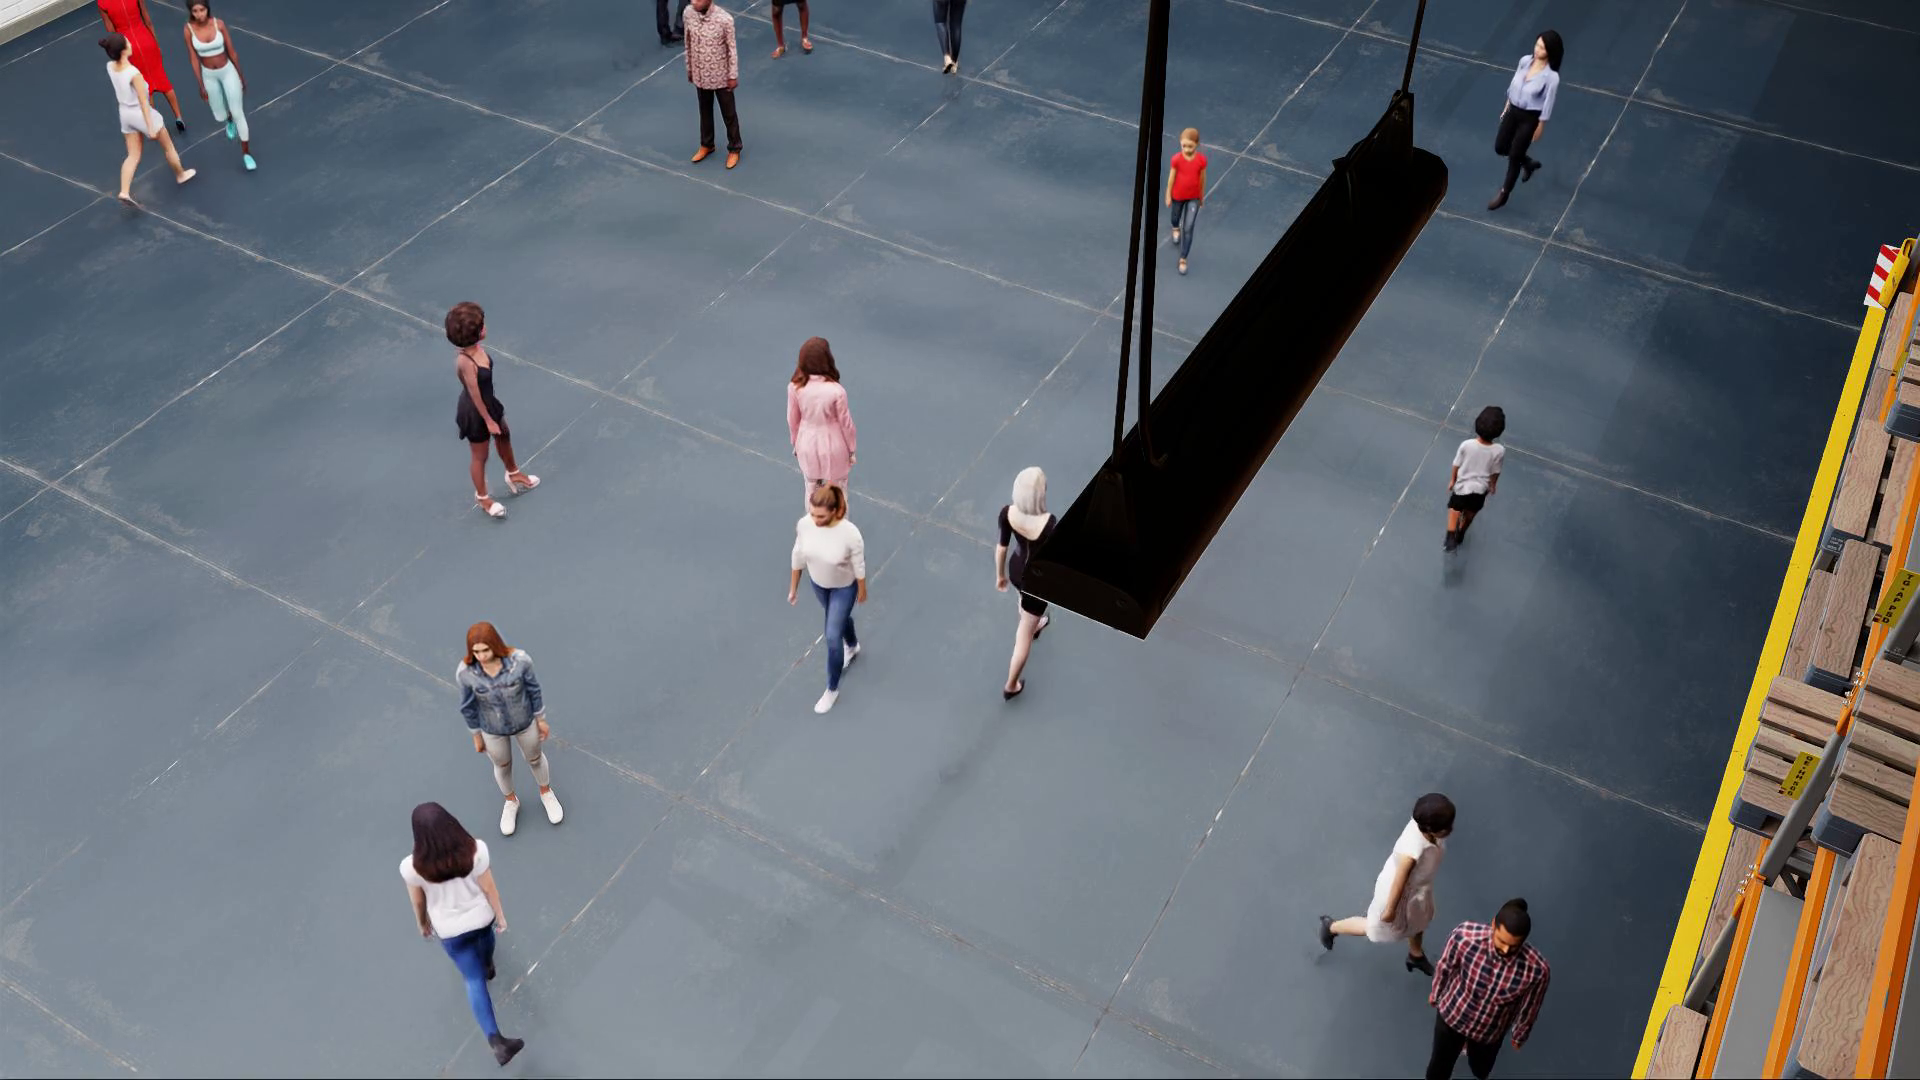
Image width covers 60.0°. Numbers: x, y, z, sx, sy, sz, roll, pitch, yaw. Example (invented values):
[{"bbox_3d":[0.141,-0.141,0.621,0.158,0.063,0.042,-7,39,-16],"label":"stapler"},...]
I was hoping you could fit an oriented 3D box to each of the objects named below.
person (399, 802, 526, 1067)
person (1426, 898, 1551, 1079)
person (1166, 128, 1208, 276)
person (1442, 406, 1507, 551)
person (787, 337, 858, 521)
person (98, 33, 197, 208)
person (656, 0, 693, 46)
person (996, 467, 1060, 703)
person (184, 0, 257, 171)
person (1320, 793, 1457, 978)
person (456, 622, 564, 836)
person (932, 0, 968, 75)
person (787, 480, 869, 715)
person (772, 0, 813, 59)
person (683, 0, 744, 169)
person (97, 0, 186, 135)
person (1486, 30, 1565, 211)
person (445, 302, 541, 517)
[{"bbox_3d":[-2.582,2.112,8.827,1.169,1.628,1.108,-17,46,-17],"label":"person"},{"bbox_3d":[2.648,2.358,8.489,0.713,1.739,0.954,20,47,20],"label":"person"},{"bbox_3d":[1.957,-3.028,14.467,0.710,1.290,0.953,6,44,6],"label":"person"},{"bbox_3d":[3.622,-0.393,11.730,0.581,1.251,0.739,11,45,12],"label":"person"},{"bbox_3d":[-0.963,-0.630,11.581,0.681,1.800,0.633,8,44,8],"label":"person"},{"bbox_3d":[-7.482,-3.773,15.039,0.663,1.580,1.088,16,46,16],"label":"person"},{"bbox_3d":[-3.108,-5.965,17.163,0.773,1.824,0.719,32,52,29],"label":"person"},{"bbox_3d":[0.404,0.335,10.574,0.590,1.792,1.032,23,48,22],"label":"person"},{"bbox_3d":[-6.901,-4.322,15.521,0.885,1.712,0.912,-16,46,-16],"label":"person"},{"bbox_3d":[2.377,1.885,9.137,0.640,1.529,0.889,22,48,22],"label":"person"},{"bbox_3d":[-2.676,1.081,9.856,0.674,1.701,0.744,-12,45,-13],"label":"person"},{"bbox_3d":[-0.092,-5.463,16.673,0.813,1.774,0.891,-3,44,-3],"label":"person"},{"bbox_3d":[-0.768,0.238,10.743,0.619,1.698,0.897,23,48,23],"label":"person"},{"bbox_3d":[-1.750,-5.828,17.107,0.760,1.705,0.859,3,44,3],"label":"person"},{"bbox_3d":[-2.299,-4.370,15.500,0.707,1.809,0.639,15,46,15],"label":"person"},{"bbox_3d":[-7.819,-4.648,15.840,0.573,1.743,0.700,-26,50,-25],"label":"person"},{"bbox_3d":[5.131,-3.783,14.939,0.982,1.733,0.886,-21,48,-21],"label":"person"},{"bbox_3d":[-3.469,-0.908,11.888,0.783,1.778,0.730,2,44,2],"label":"person"}]
